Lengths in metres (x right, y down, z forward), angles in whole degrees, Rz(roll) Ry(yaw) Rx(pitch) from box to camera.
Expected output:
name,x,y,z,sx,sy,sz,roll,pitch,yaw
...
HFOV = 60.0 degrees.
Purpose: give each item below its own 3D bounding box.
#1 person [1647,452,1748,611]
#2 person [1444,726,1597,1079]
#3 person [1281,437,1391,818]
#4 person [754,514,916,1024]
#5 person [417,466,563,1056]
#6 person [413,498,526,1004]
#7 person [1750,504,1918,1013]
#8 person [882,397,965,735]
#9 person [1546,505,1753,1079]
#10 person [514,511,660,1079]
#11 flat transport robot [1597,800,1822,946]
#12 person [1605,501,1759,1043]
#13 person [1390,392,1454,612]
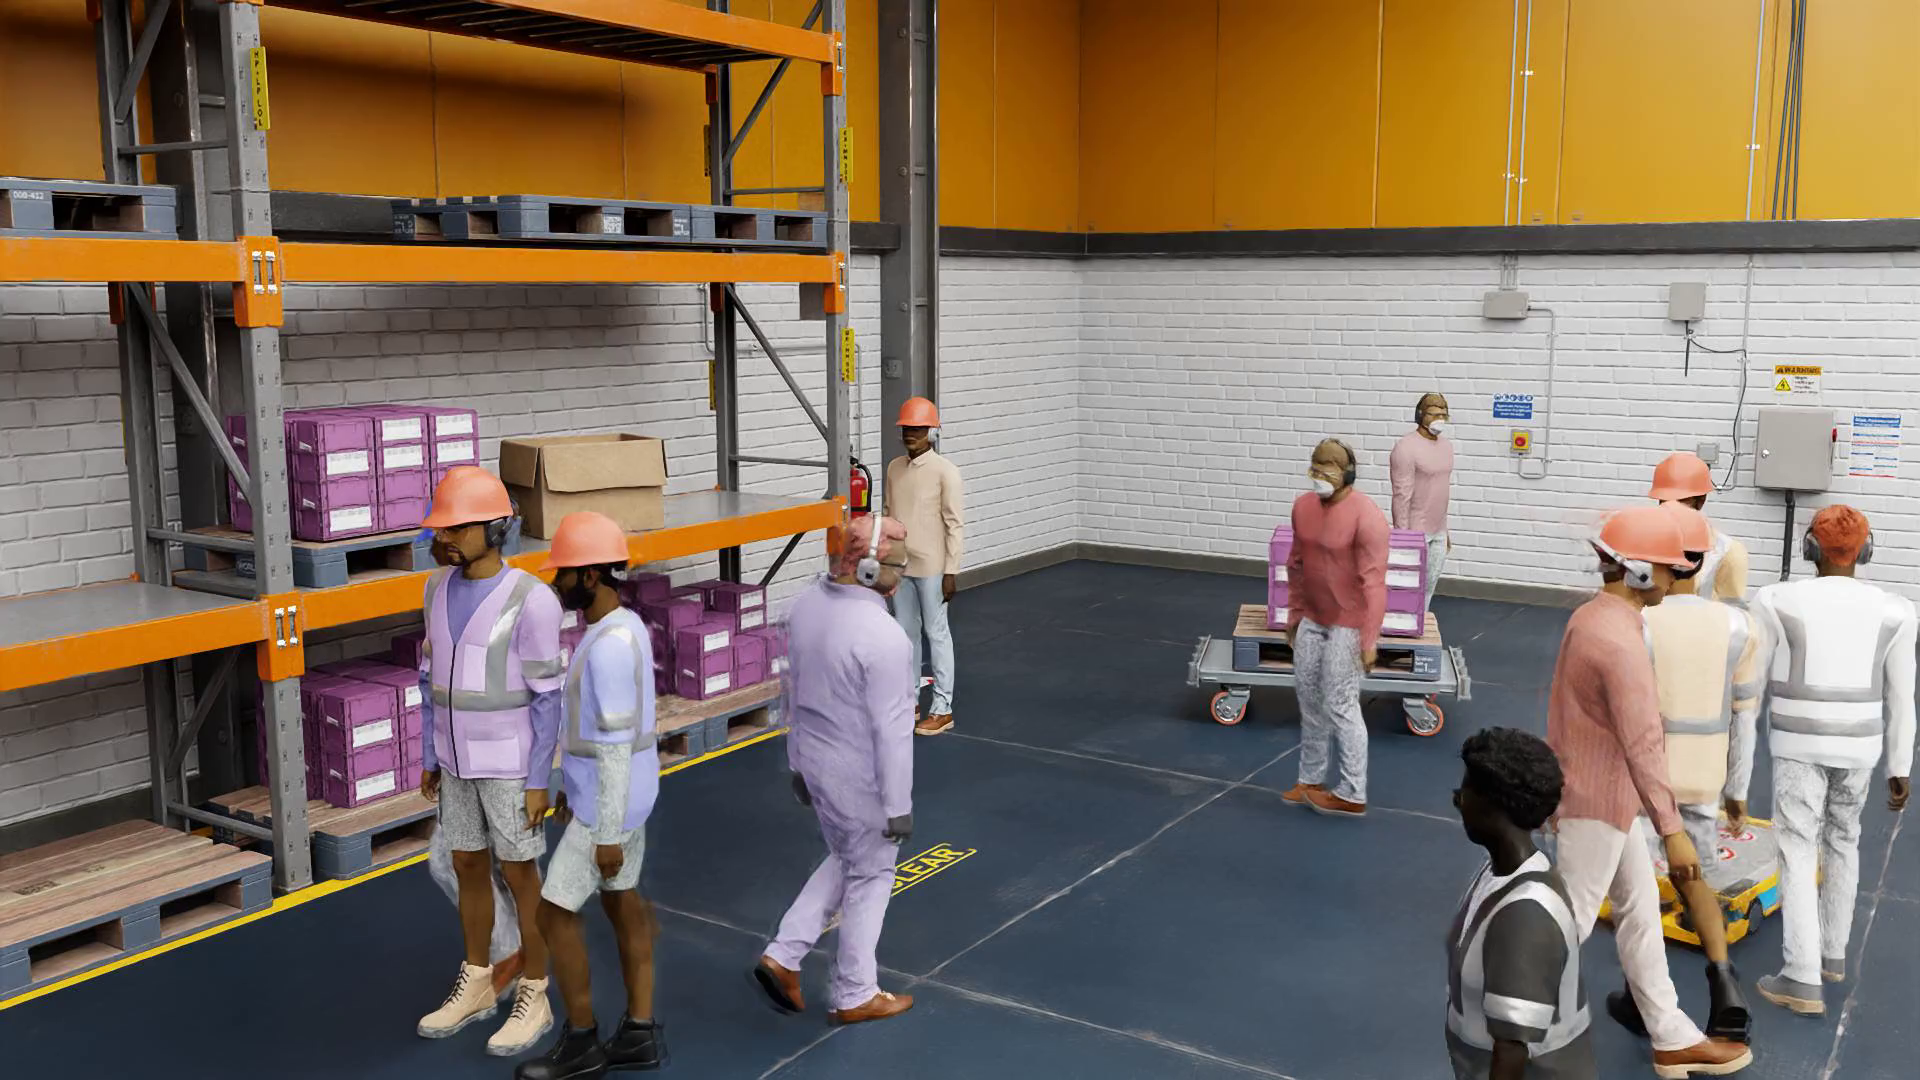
name,x,y,z,sx,sy,sz,roll,pitch,yaw
person,3.126,0.577,7.310,0.373,1.933,0.552,-8,12,-42
person,1.297,1.257,3.698,0.522,1.691,0.700,1,9,9
person,1.870,0.435,8.303,0.408,1.920,0.701,-4,10,-25
person,-0.396,0.834,5.818,0.514,1.883,0.653,-6,11,-34
person,-1.652,0.760,5.770,0.606,2.044,0.374,5,10,28
person,-1.765,0.767,6.103,0.467,1.923,0.626,-3,9,-21
person,3.225,0.803,6.188,0.590,1.855,0.685,2,9,11
person,-0.245,0.149,9.886,0.622,1.997,0.371,8,12,43
person,2.169,0.858,5.426,0.879,1.951,0.626,2,9,15
person,-1.287,0.861,5.510,0.607,1.921,0.568,-1,9,-4
flat transport robot,3.262,1.420,7.219,1.431,0.197,0.652,-8,12,-42
person,2.462,0.832,5.732,0.547,1.917,0.577,0,9,1
person,3.138,-0.040,11.316,0.634,1.935,0.350,-8,12,-43
